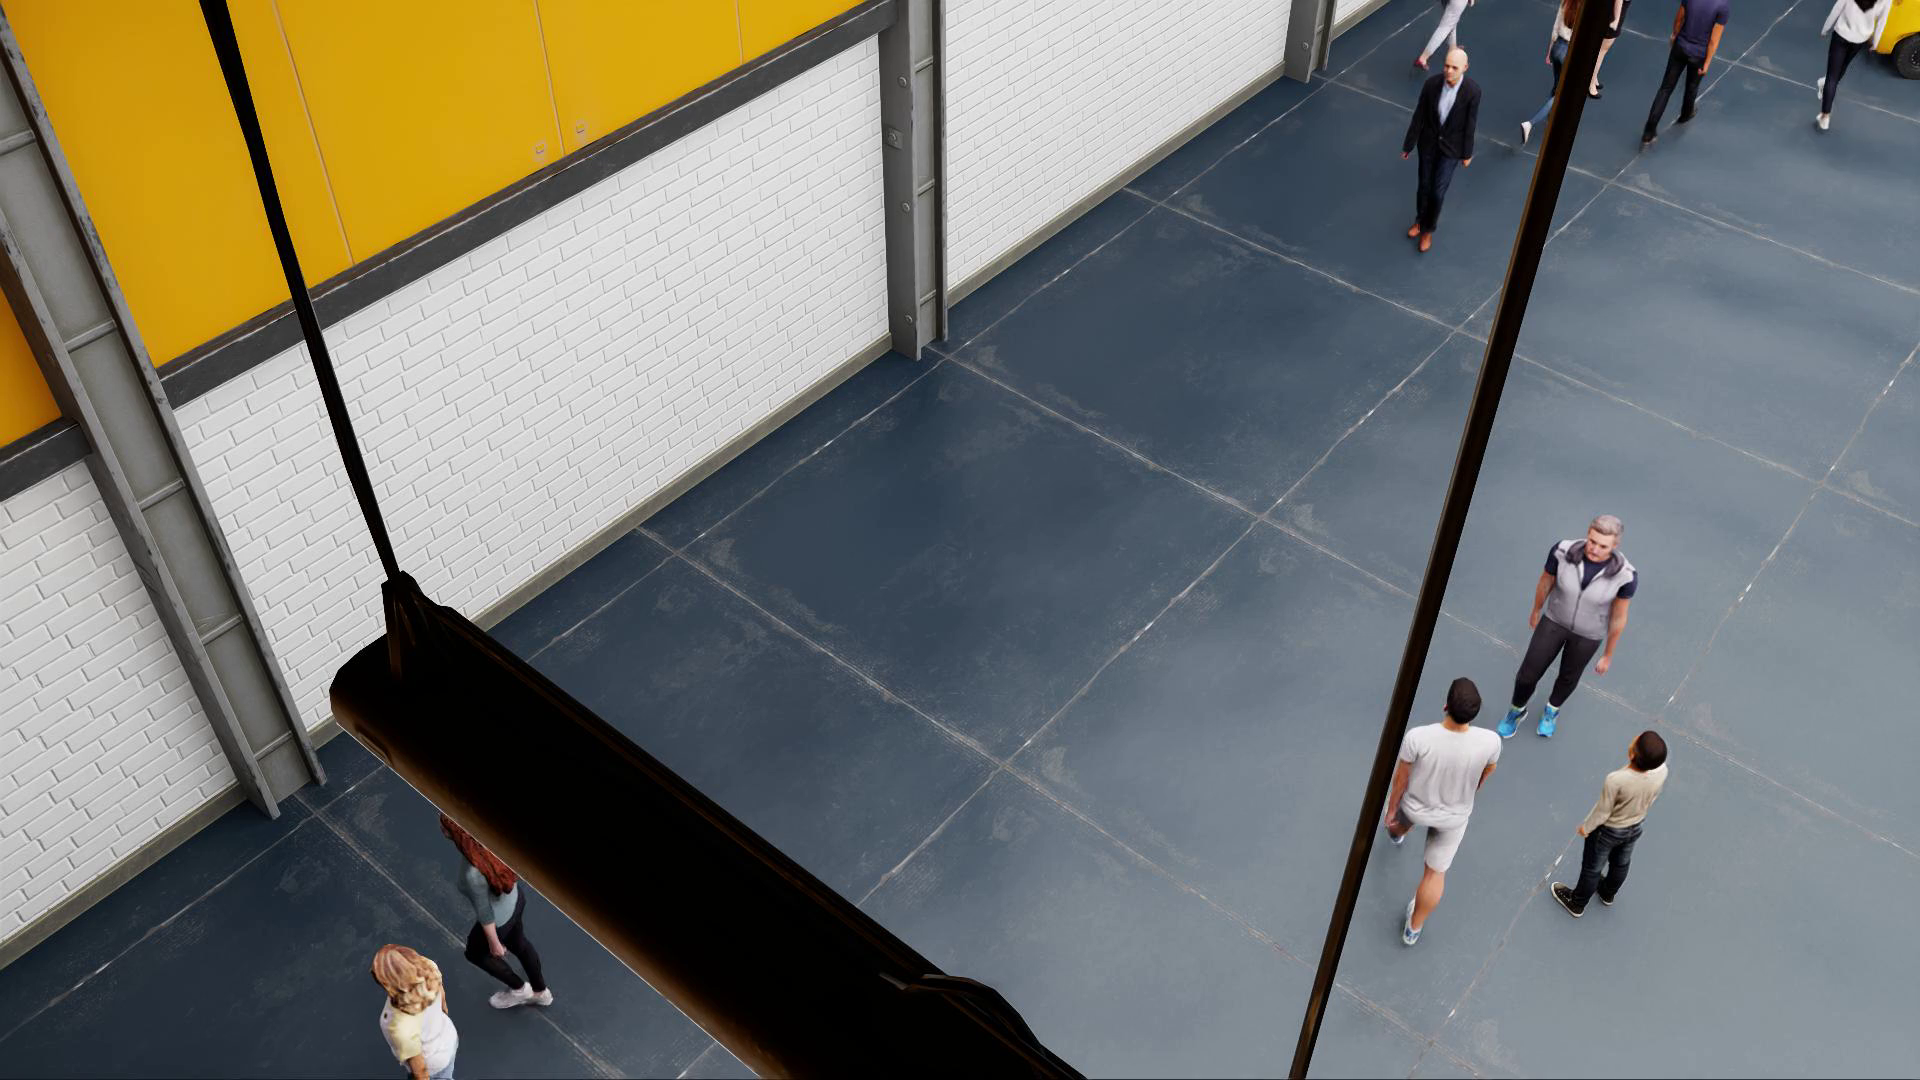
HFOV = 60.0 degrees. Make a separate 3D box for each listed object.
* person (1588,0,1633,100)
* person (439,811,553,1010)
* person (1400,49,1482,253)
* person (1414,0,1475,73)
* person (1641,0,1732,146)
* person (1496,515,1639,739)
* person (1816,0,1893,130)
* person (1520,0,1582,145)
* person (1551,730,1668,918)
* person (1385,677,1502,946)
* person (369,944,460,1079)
[{"bbox_3d":[6.358,-5.119,16.153,0.657,1.649,0.521,18,47,18],"label":"person"},{"bbox_3d":[-2.324,1.946,8.677,0.791,1.732,0.717,1,44,1],"label":"person"},{"bbox_3d":[4.141,-3.402,14.253,0.760,1.785,0.773,23,48,22],"label":"person"},{"bbox_3d":[4.861,-5.400,16.503,1.124,1.574,0.761,-29,50,-27],"label":"person"},{"bbox_3d":[6.712,-4.487,15.419,0.689,1.746,1.143,33,53,30],"label":"person"},{"bbox_3d":[3.761,0.487,10.151,0.763,1.811,0.746,19,47,19],"label":"person"},{"bbox_3d":[8.403,-4.692,15.702,0.964,1.653,1.178,8,44,9],"label":"person"},{"bbox_3d":[5.578,-4.459,15.414,1.068,1.713,0.804,-23,48,-22],"label":"person"},{"bbox_3d":[3.659,1.579,9.257,0.589,1.463,0.693,-13,45,-13],"label":"person"},{"bbox_3d":[2.590,1.527,9.062,1.077,1.808,1.290,8,44,9],"label":"person"},{"bbox_3d":[-2.478,2.507,8.105,0.983,1.709,0.939,0,44,0],"label":"person"}]
